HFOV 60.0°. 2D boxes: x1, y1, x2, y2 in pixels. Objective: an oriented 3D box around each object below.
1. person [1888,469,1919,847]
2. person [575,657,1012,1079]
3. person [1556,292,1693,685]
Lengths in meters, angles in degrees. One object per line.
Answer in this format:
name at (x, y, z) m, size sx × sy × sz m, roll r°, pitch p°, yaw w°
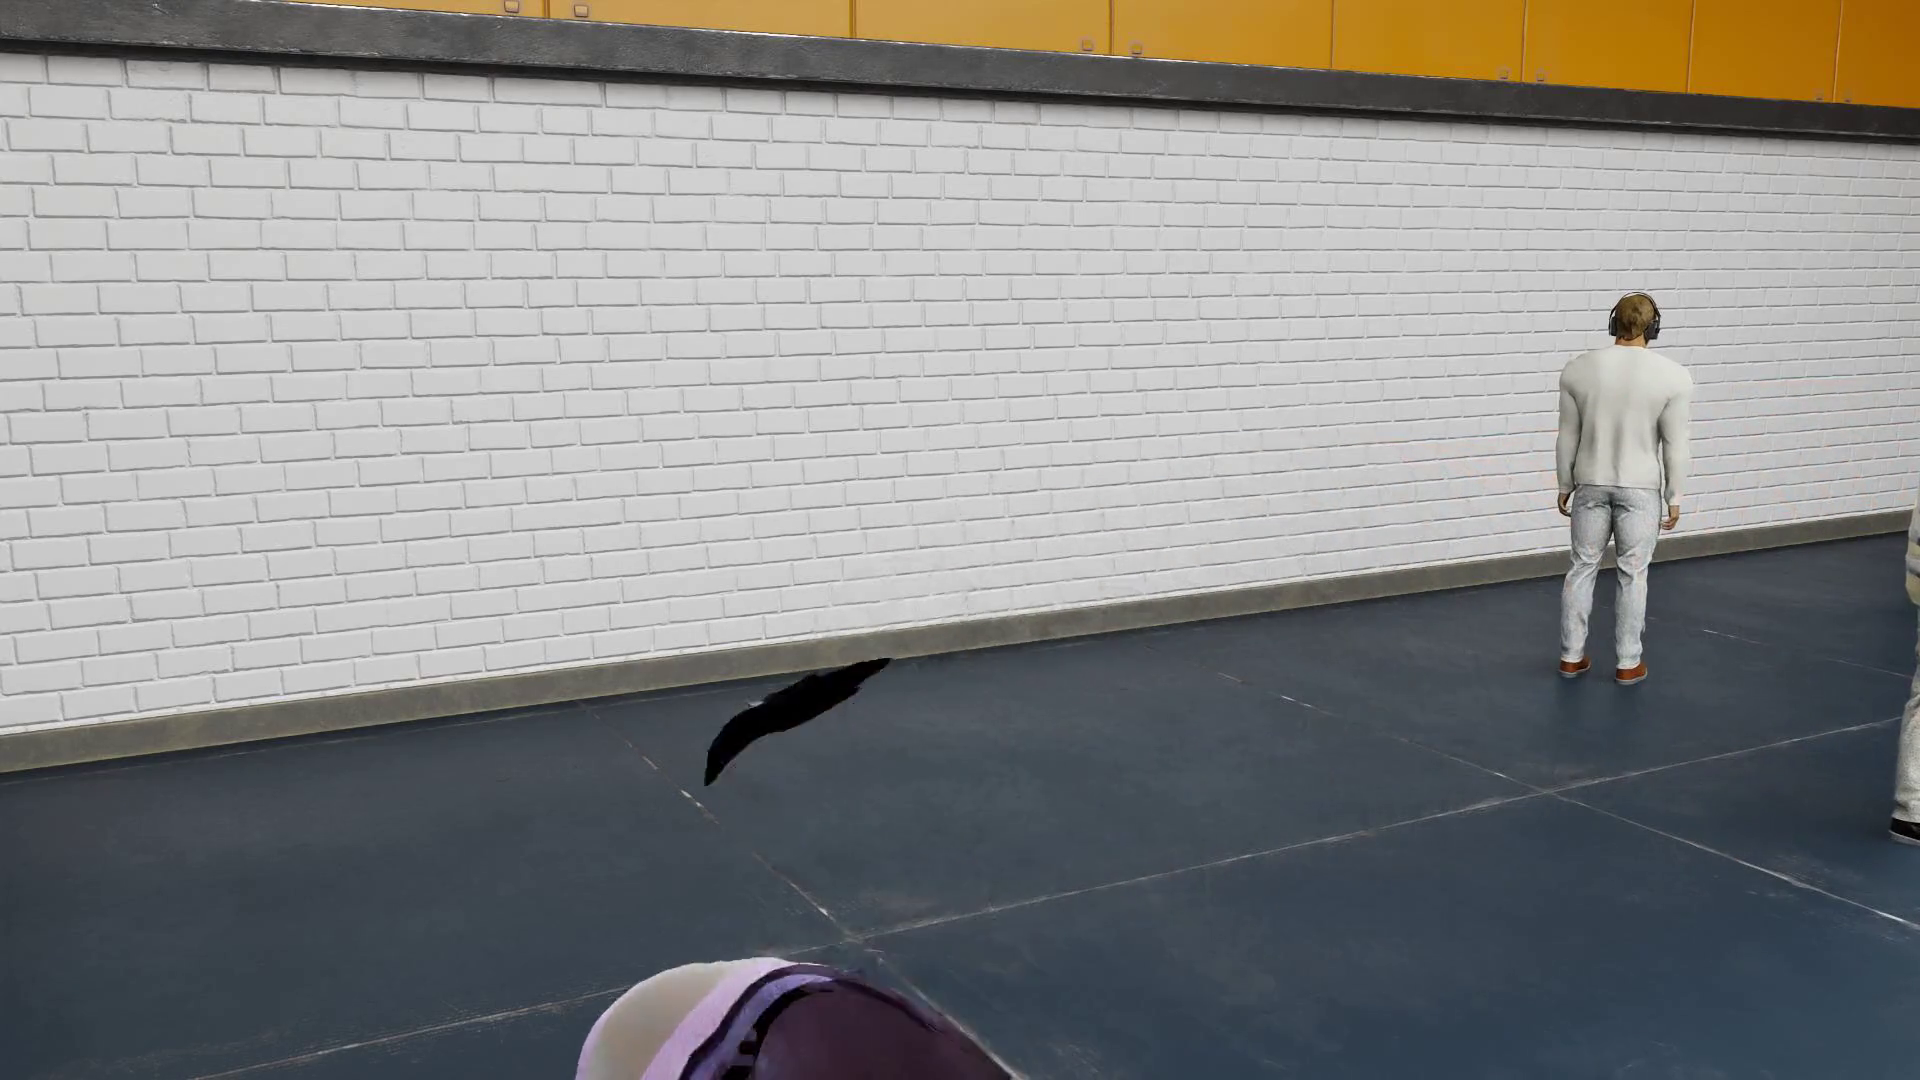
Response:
person at (3.608, 0.199, 5.938) m, size 0.596 × 1.823 × 0.403 m, roll -10°, pitch 14°, yaw -44°
person at (-0.133, 0.954, 1.001) m, size 0.733 × 2.017 × 0.639 m, roll -6°, pitch 12°, yaw -32°
person at (3.245, -0.245, 8.193) m, size 0.630 × 1.934 × 0.365 m, roll 7°, pitch 12°, yaw 36°
